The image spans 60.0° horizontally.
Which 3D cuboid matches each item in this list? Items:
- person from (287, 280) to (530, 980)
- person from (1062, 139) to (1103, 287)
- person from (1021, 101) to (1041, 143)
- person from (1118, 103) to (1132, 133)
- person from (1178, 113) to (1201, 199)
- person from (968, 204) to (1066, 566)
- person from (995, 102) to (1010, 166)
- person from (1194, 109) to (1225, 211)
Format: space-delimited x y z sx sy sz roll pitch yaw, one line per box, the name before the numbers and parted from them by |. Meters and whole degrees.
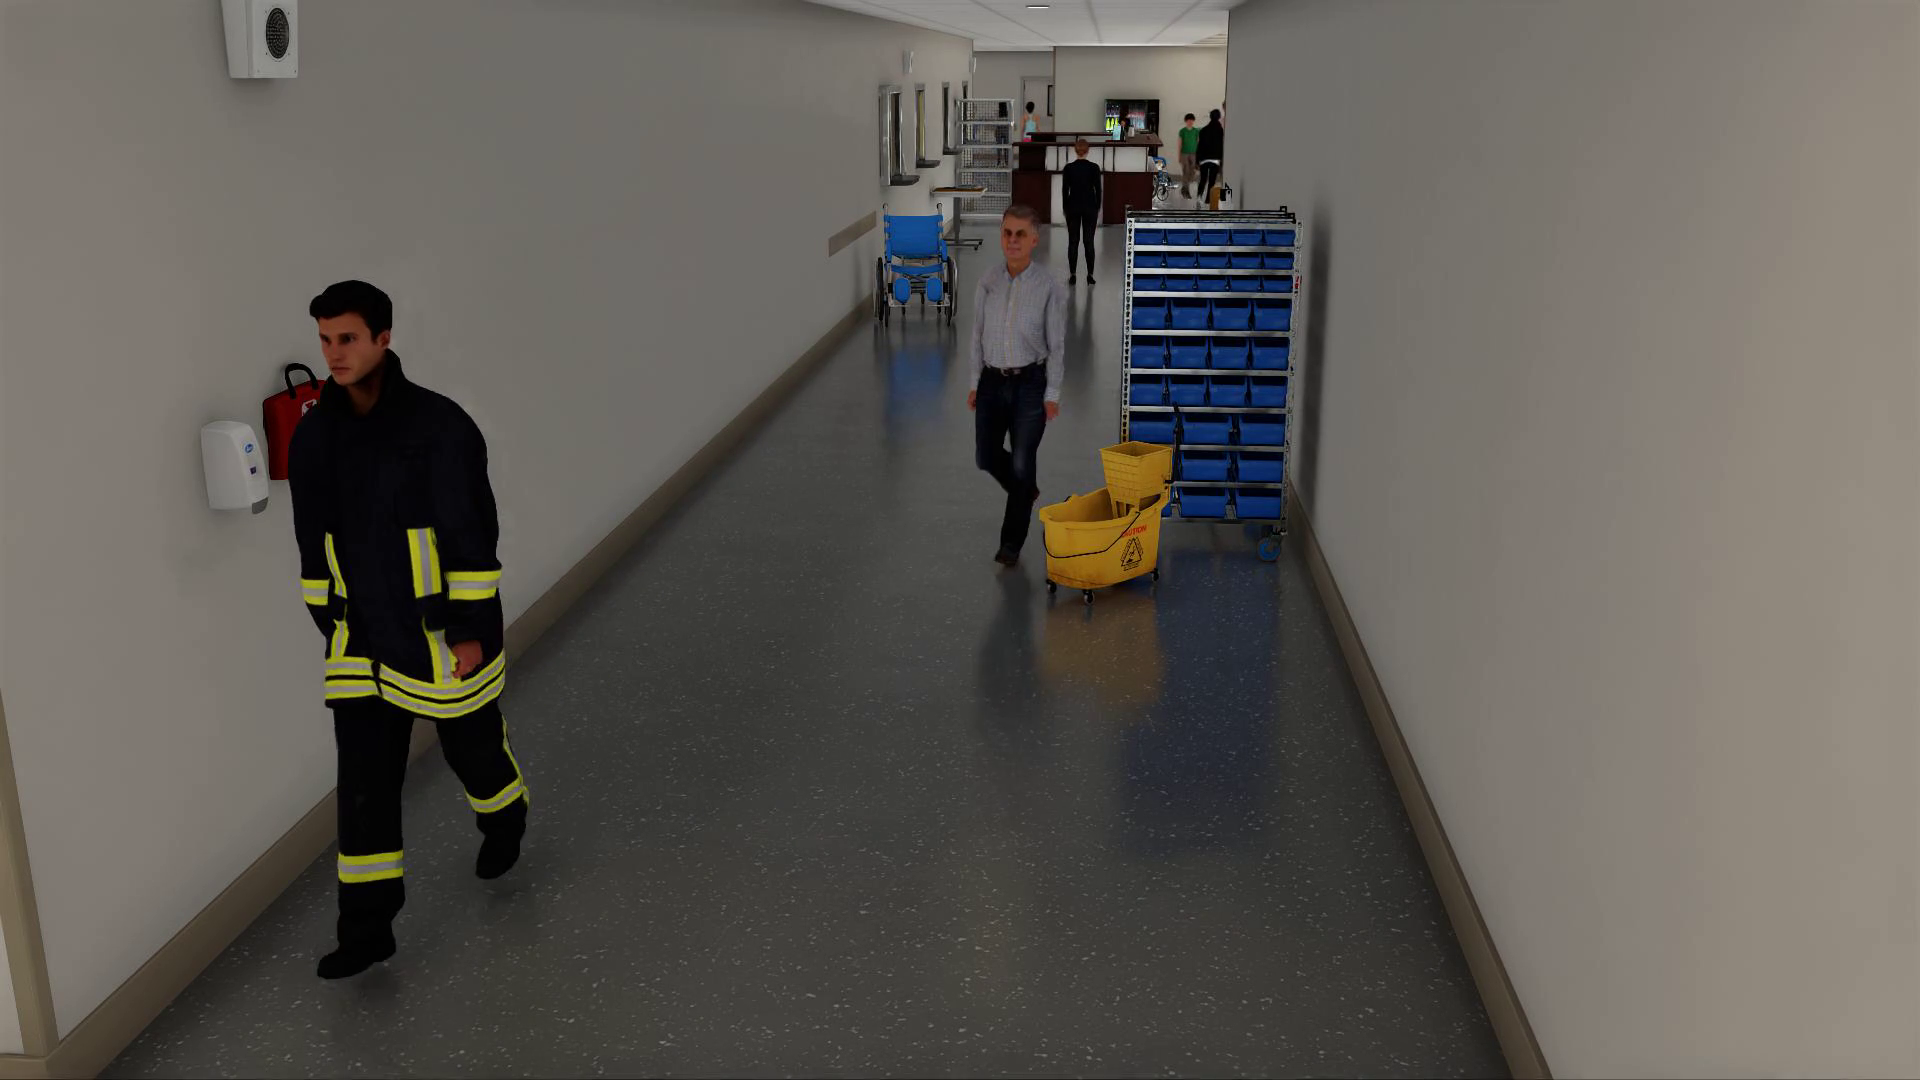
person | -1.520 0.212 4.760 1.126 1.884 0.826 1 16 5
person | 1.421 -3.833 19.476 0.498 1.685 0.684 3 16 9
person | 1.645 -9.332 38.931 1.122 1.712 0.701 1 16 3
person | 3.539 -8.183 34.804 1.190 1.739 0.686 4 16 13
person | 4.494 -7.570 32.835 1.011 1.628 0.791 -2 16 -7
person | 0.306 -0.802 8.492 0.923 1.810 0.897 7 17 24
person | 1.125 -10.772 43.992 0.512 1.736 0.693 -1 16 -5
person | 4.358 -6.594 29.066 0.796 1.793 0.885 6 17 20
